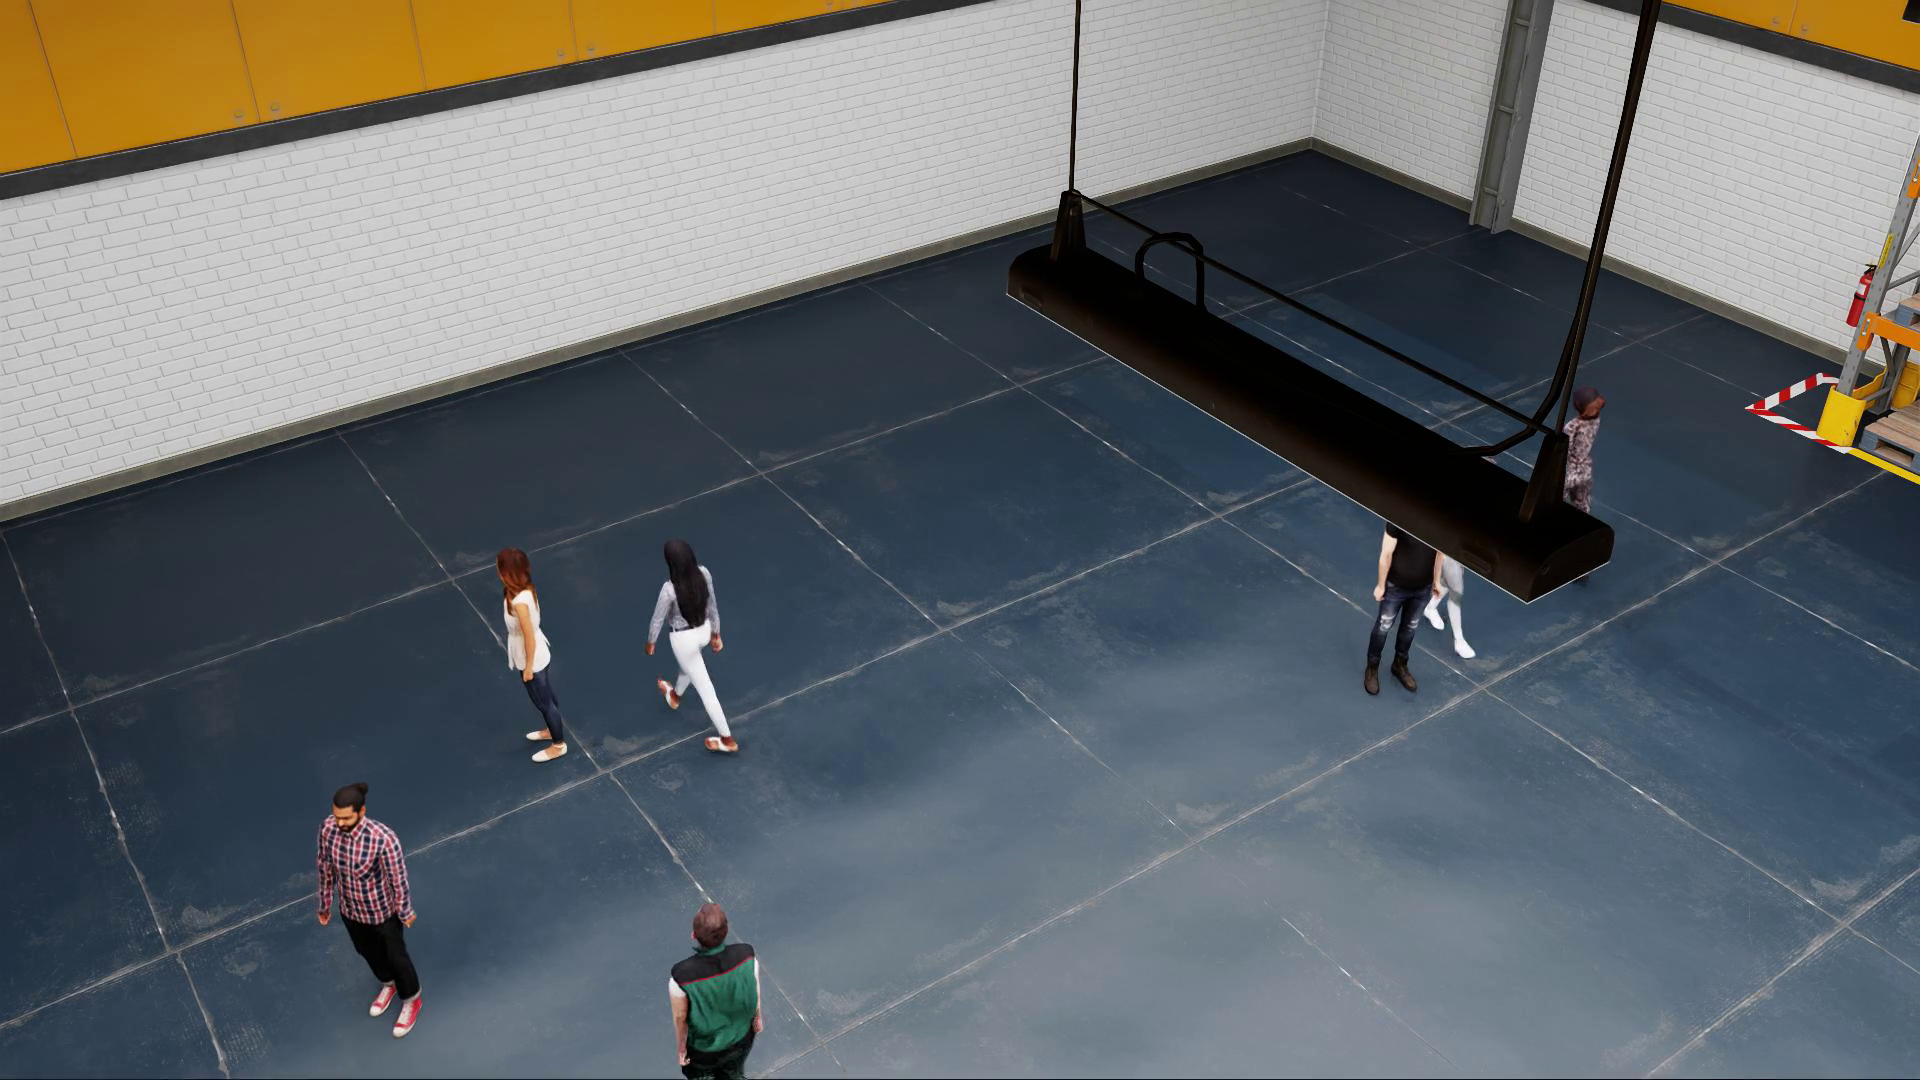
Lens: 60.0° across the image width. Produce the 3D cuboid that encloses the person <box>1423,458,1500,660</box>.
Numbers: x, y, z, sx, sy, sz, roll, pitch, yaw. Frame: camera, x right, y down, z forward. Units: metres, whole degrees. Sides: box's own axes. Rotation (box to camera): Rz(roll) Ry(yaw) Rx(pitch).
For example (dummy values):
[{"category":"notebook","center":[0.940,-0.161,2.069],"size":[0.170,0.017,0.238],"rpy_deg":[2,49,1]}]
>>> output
[{"category":"person","center":[3.883,0.027,13.049],"size":[0.798,1.665,1.081],"rpy_deg":[-8,34,-11]}]

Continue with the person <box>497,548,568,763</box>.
[{"category":"person","center":[-3.020,0.800,11.776],"size":[0.717,1.785,0.583],"rpy_deg":[-8,34,-12]}]

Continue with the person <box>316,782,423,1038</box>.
[{"category":"person","center":[-3.479,2.108,9.828],"size":[0.811,1.763,0.895],"rpy_deg":[10,35,15]}]

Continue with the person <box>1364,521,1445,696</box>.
[{"category":"person","center":[3.343,0.295,12.438],"size":[0.758,1.894,0.736],"rpy_deg":[-5,34,-7]}]

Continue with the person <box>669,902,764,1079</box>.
[{"category":"person","center":[-1.281,2.682,8.902],"size":[0.711,1.832,0.779],"rpy_deg":[-15,36,-21]}]

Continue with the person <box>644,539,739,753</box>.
[{"category":"person","center":[-1.852,0.794,11.893],"size":[1.232,1.666,0.814],"rpy_deg":[24,40,31]}]
